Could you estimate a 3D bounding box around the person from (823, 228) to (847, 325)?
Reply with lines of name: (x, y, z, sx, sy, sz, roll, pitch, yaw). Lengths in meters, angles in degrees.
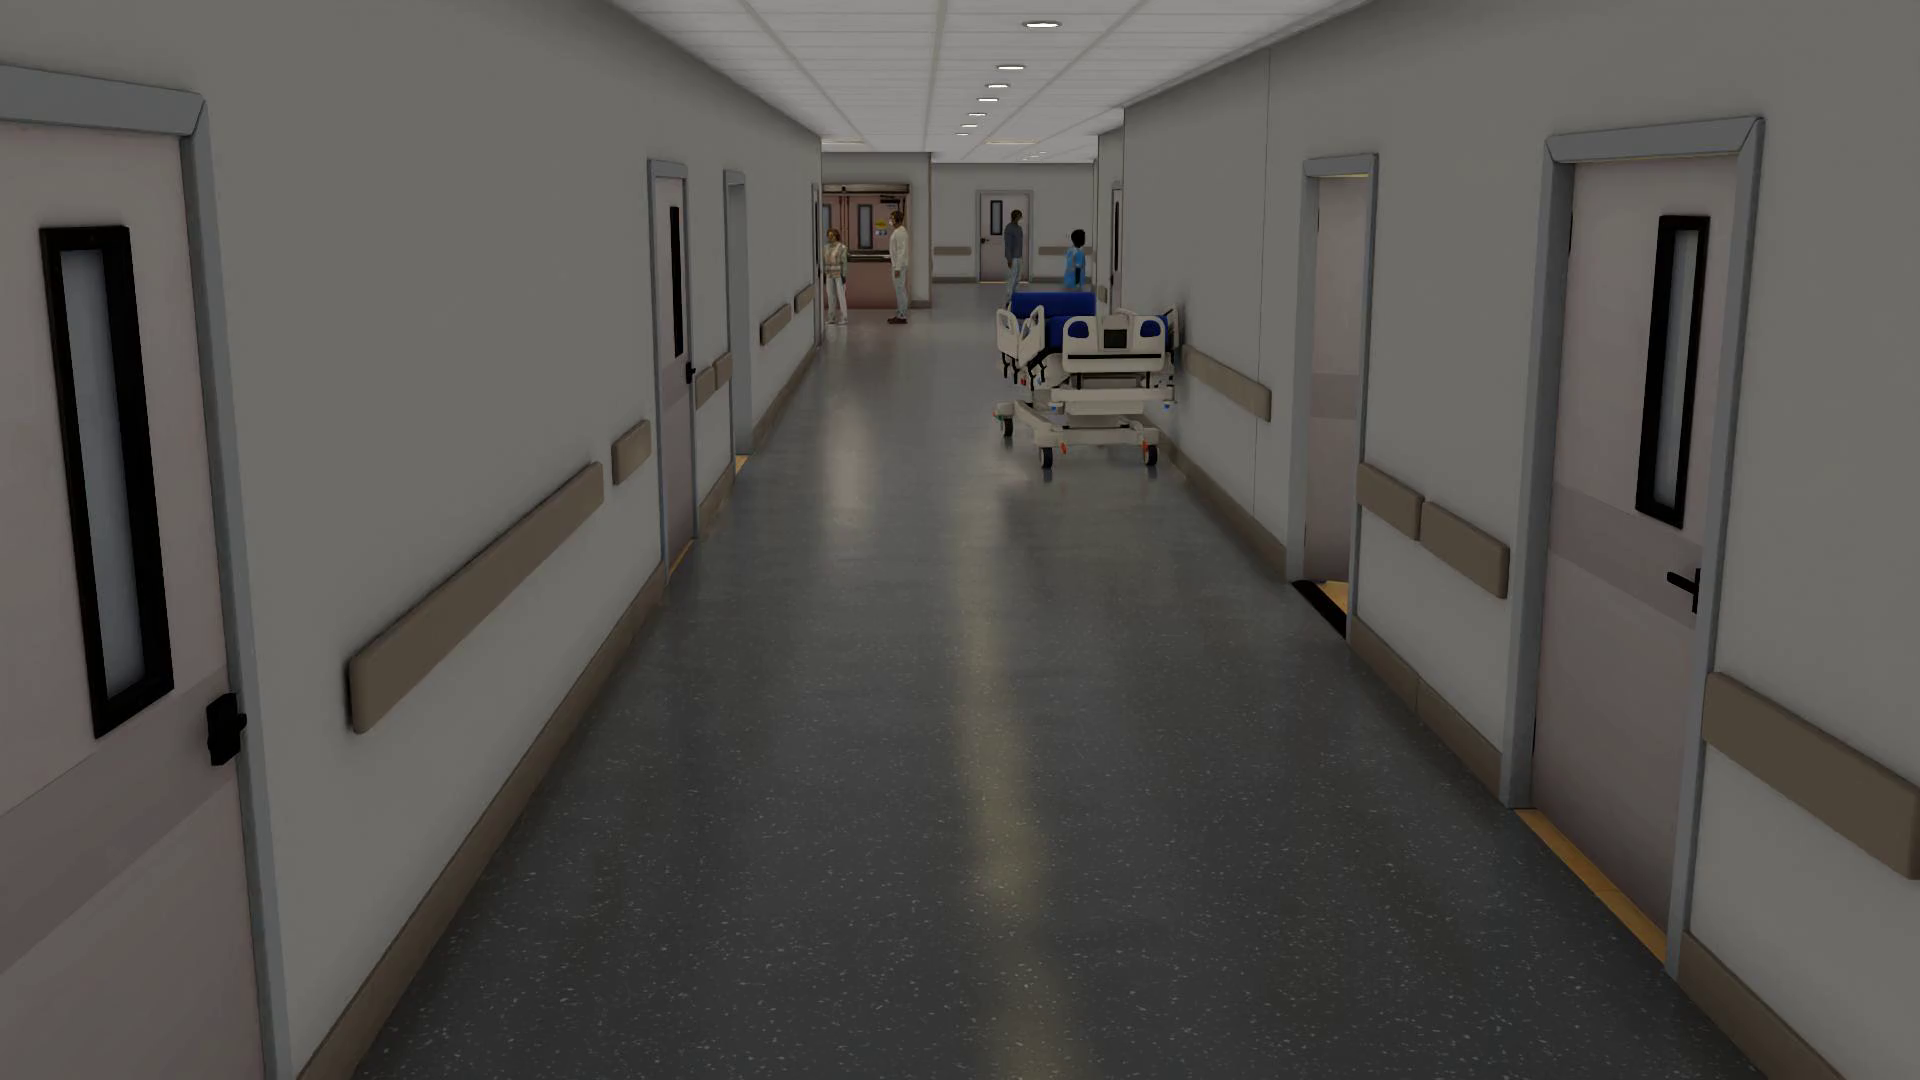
person: (-2.132, -4.485, 28.354, 0.519, 1.632, 0.313, 8, 14, 33)

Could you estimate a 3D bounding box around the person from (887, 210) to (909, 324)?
person: (-1.063, -4.675, 28.529, 0.372, 1.940, 0.632, -1, 12, -6)

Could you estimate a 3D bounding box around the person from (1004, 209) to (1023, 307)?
person: (1.072, -5.532, 32.740, 0.389, 1.927, 0.640, 6, 13, 25)
